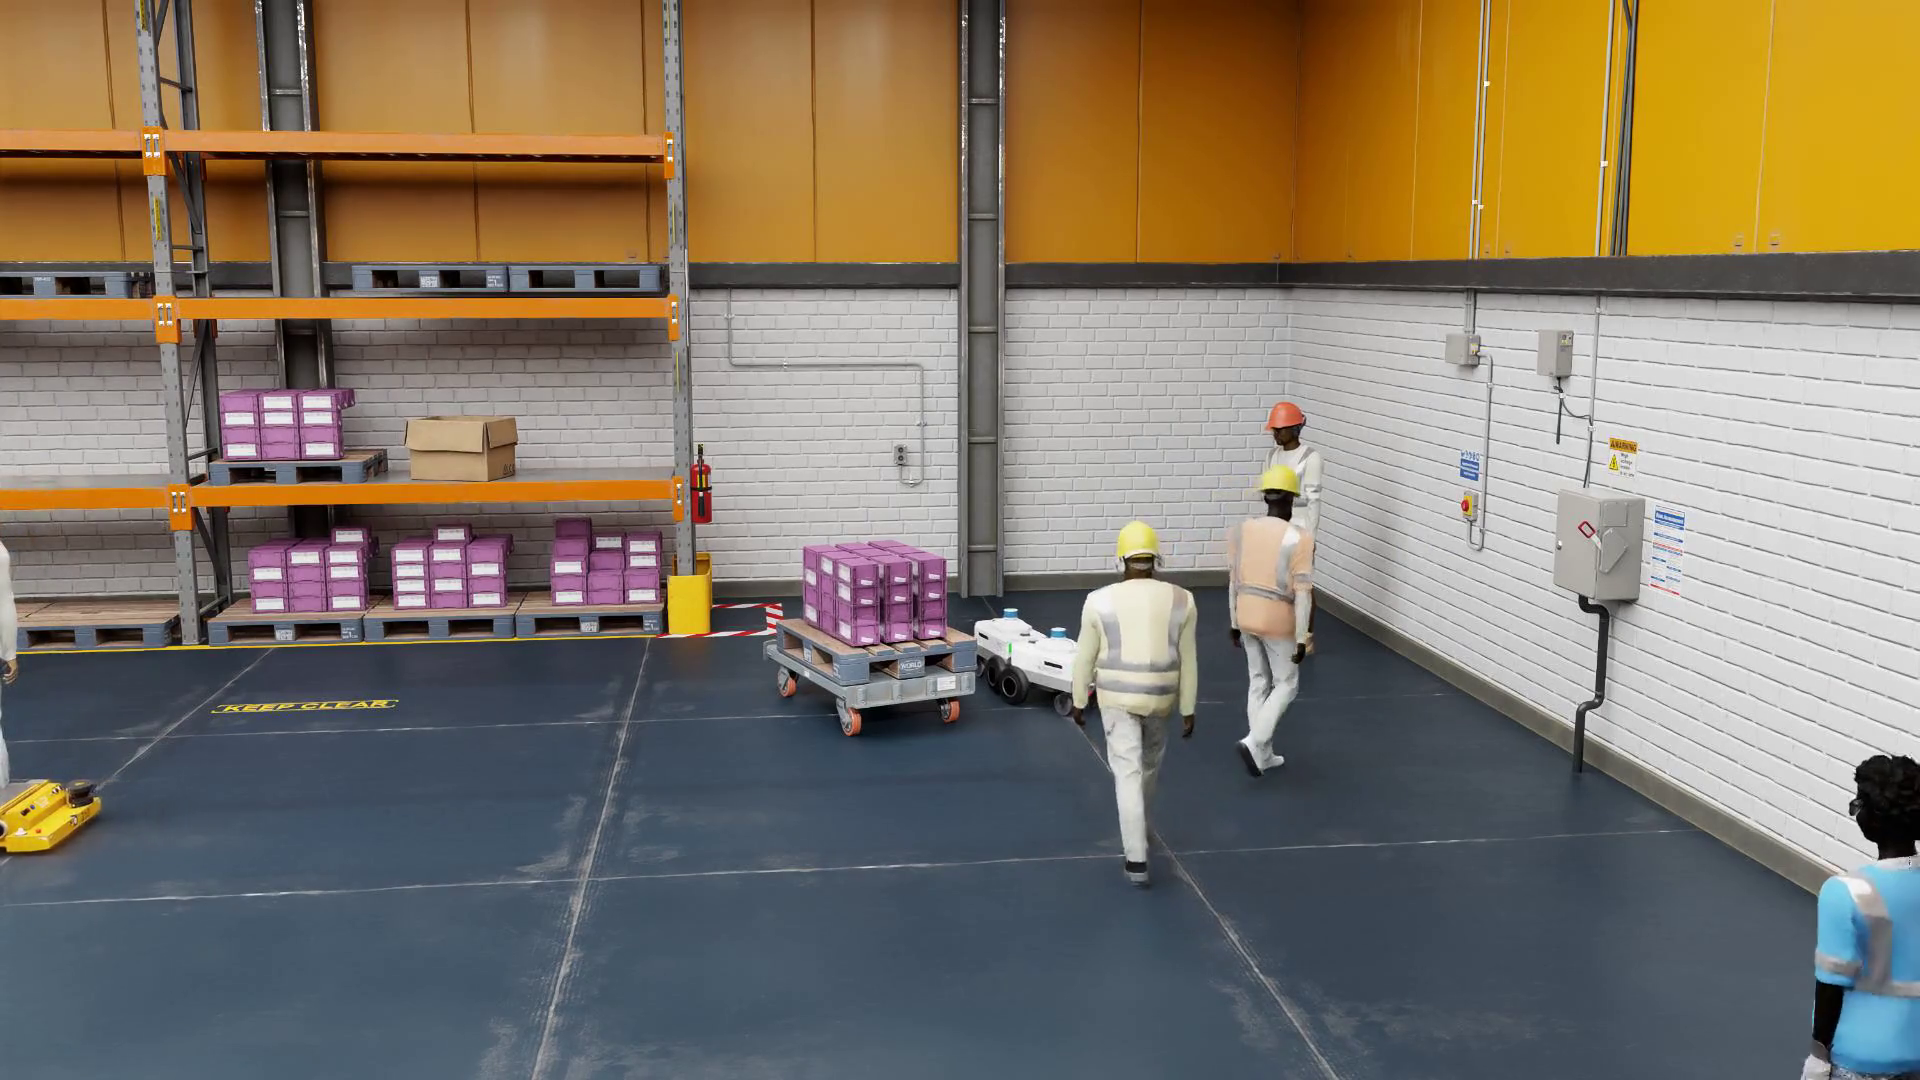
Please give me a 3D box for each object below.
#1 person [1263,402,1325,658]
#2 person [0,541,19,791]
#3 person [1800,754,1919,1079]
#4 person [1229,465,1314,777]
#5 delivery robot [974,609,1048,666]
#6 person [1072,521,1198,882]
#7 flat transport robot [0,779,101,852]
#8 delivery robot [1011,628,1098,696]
[{"bbox_3d":[2.591,-0.075,13.148,0.415,2.030,0.611,-5,10,-29],"label":"person"},{"bbox_3d":[-5.415,0.641,8.942,0.635,1.936,0.354,-6,11,-31],"label":"person"},{"bbox_3d":[2.655,1.440,4.719,0.541,1.680,0.628,-2,9,-15],"label":"person"},{"bbox_3d":[1.824,0.501,9.969,0.599,1.896,0.565,9,13,44],"label":"person"},{"bbox_3d":[0.374,0.750,12.271,0.477,0.478,0.707,-4,10,-21],"label":"delivery robot"},{"bbox_3d":[0.887,0.789,8.510,0.614,1.780,0.953,-1,9,-4],"label":"person"},{"bbox_3d":[-5.477,1.479,8.894,1.431,0.197,0.652,-1,9,-5],"label":"flat transport robot"},{"bbox_3d":[0.688,0.856,11.610,0.477,0.478,0.707,-8,12,-40],"label":"delivery robot"}]
